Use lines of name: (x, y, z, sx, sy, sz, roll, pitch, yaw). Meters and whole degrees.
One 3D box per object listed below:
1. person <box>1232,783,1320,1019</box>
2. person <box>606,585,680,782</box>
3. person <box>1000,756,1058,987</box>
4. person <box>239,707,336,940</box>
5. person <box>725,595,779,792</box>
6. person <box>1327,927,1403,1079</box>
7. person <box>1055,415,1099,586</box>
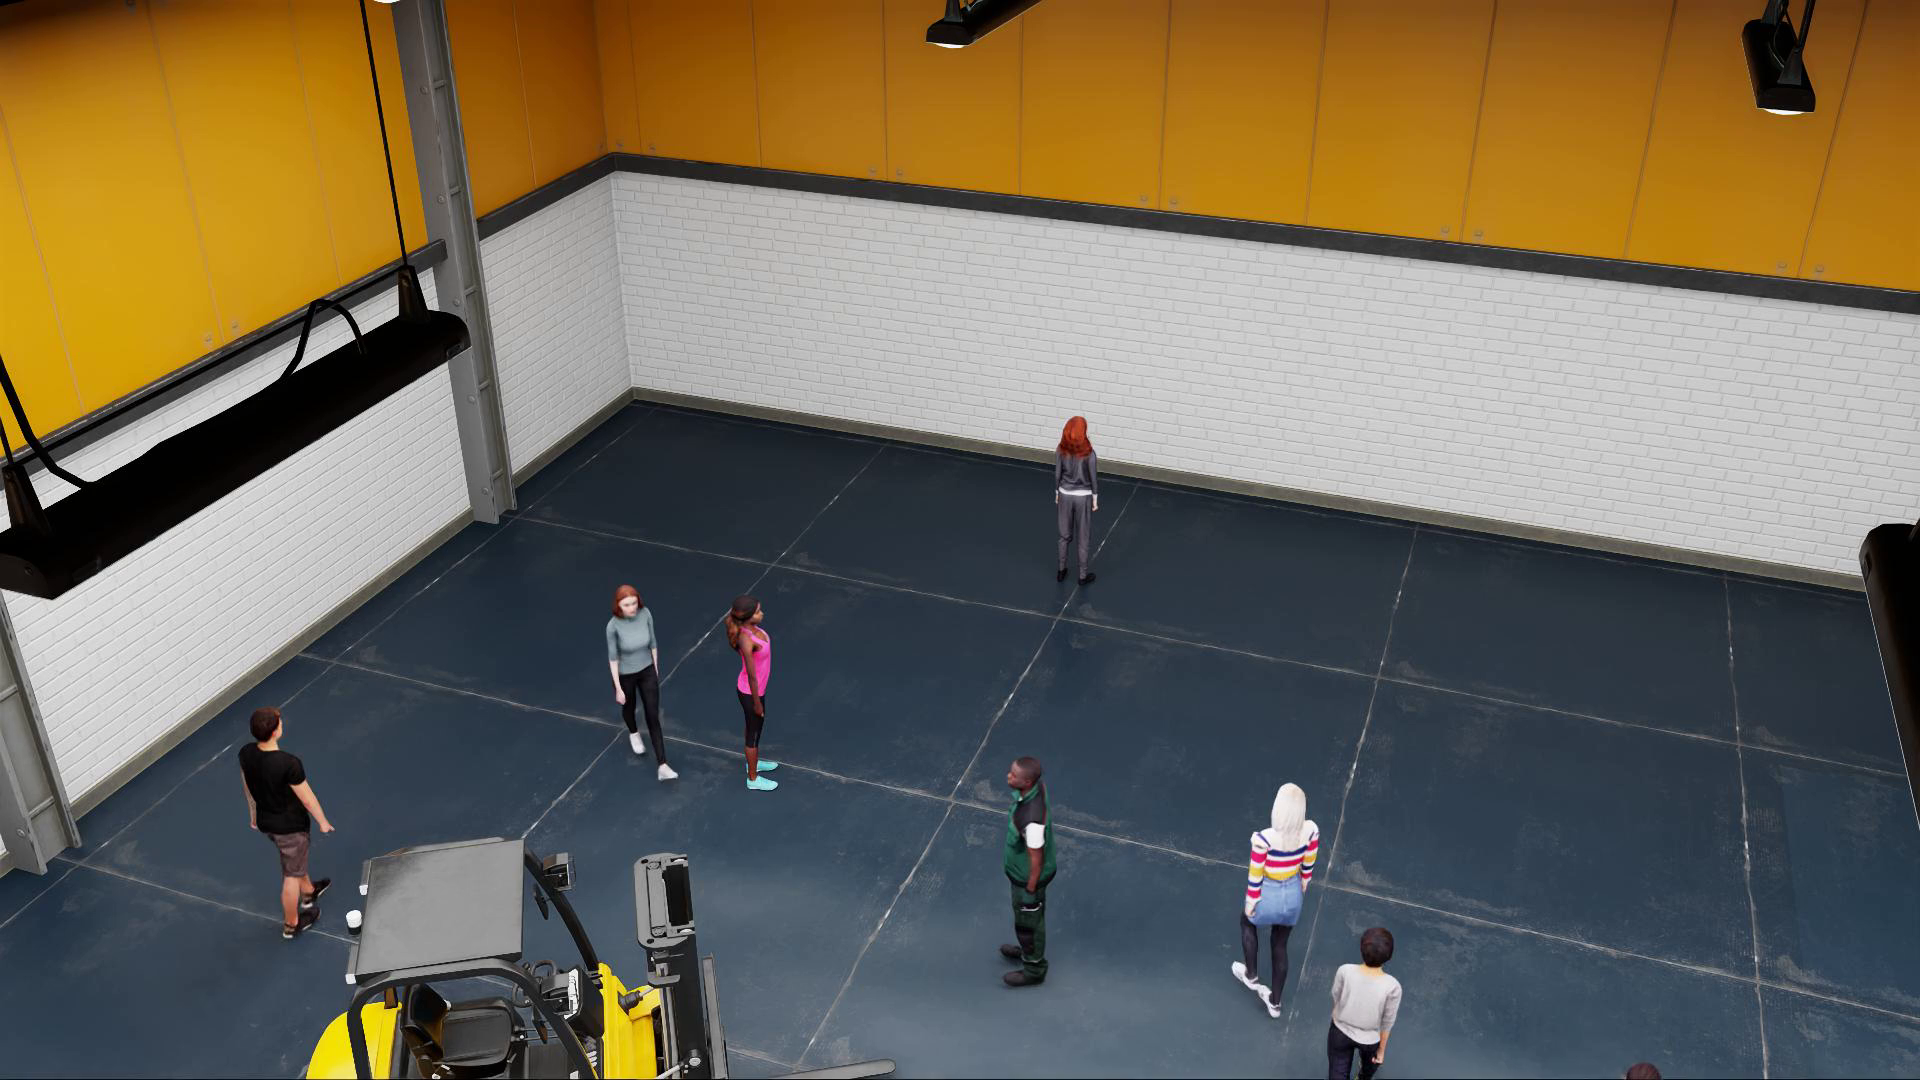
person: (2.110, 2.401, 10.917, 0.856, 1.794, 0.915, -7, 29, -13)
person: (-2.660, 1.088, 13.431, 1.119, 1.691, 1.114, -16, 32, -27)
person: (0.467, 2.217, 11.209, 0.824, 1.838, 0.666, 0, 29, -1)
person: (-4.785, 2.009, 11.584, 0.692, 1.842, 0.816, 11, 31, 20)
person: (-1.652, 1.189, 13.212, 0.694, 1.723, 0.603, -2, 29, -3)
person: (2.378, 3.048, 10.038, 0.570, 1.500, 1.060, 9, 30, 16)
person: (1.113, -0.387, 16.042, 0.582, 1.780, 0.513, 12, 31, 21)
